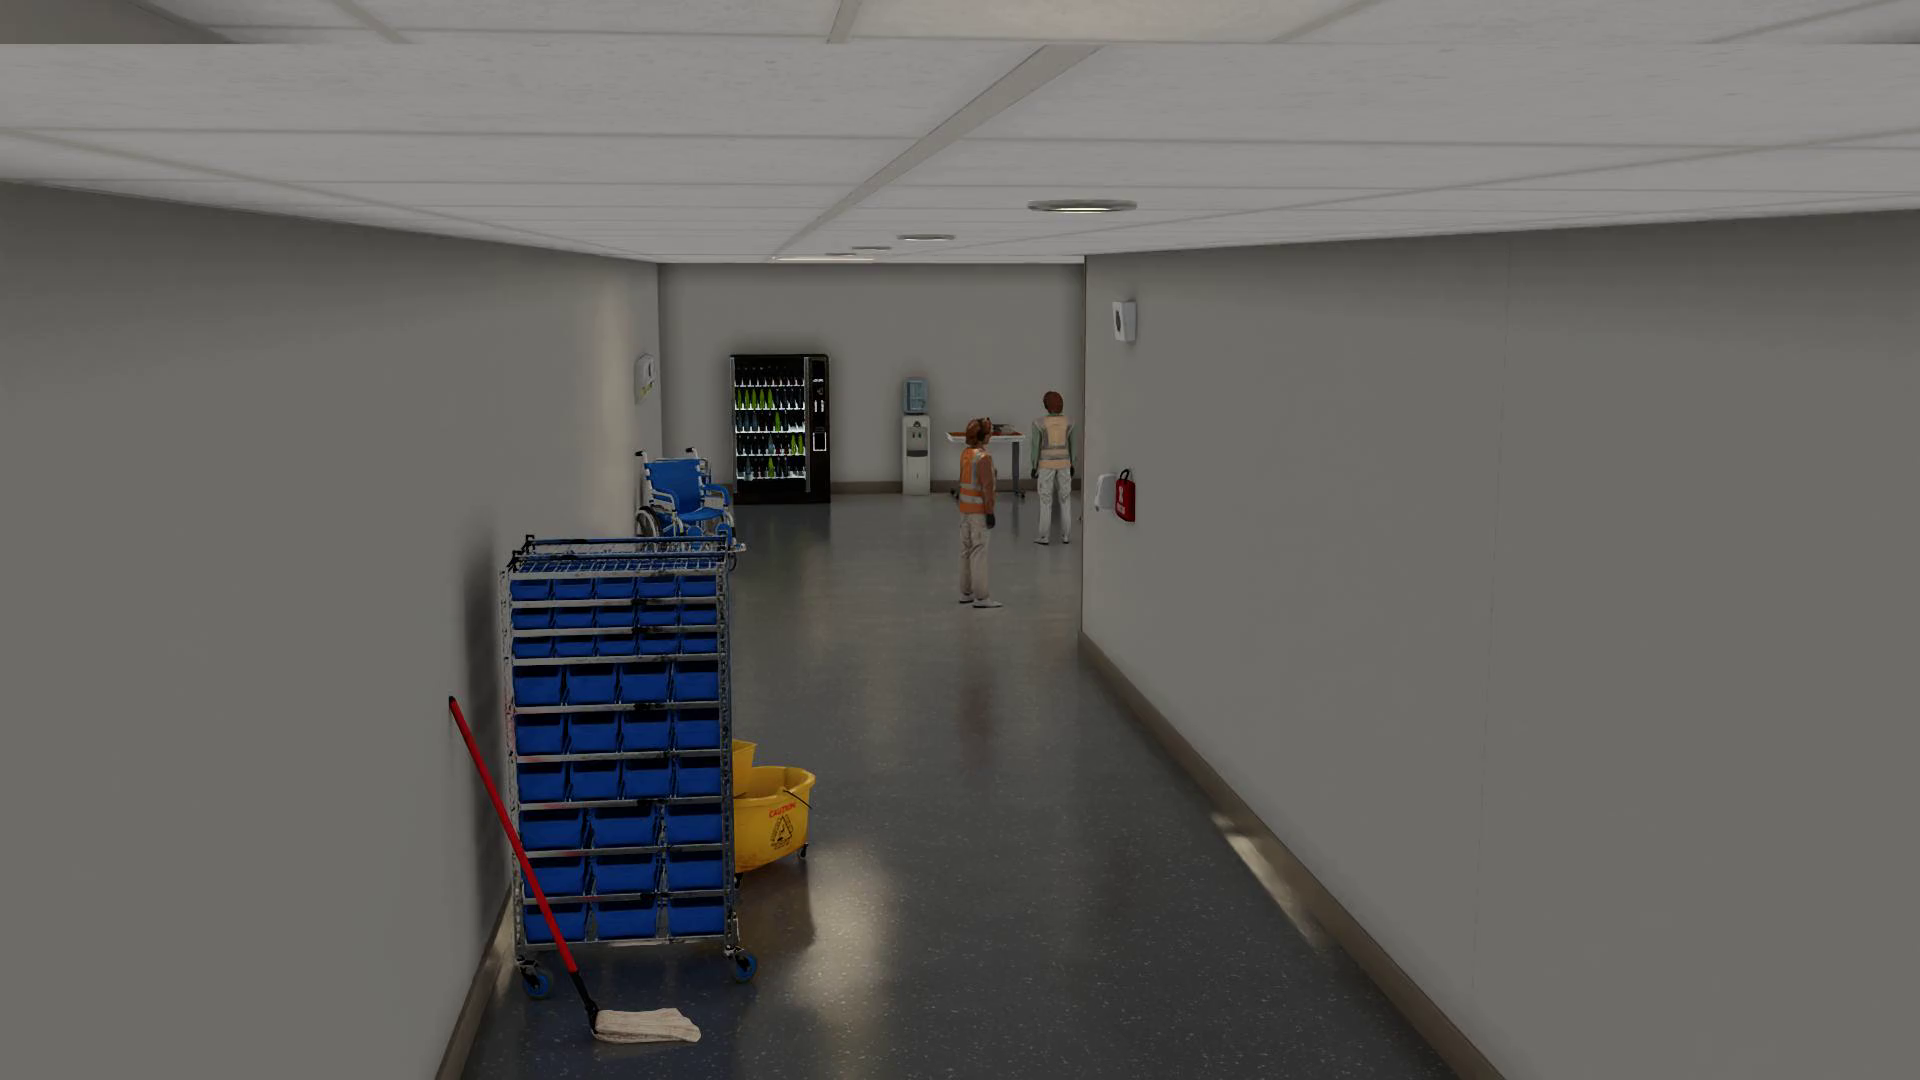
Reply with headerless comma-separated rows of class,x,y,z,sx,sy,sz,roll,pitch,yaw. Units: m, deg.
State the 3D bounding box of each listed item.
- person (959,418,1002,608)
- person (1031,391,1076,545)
person,0.149,-0.236,14.435,0.314,1.642,0.514,-4,10,-25
person,1.000,-0.765,17.735,0.514,1.644,0.307,-3,10,-17
